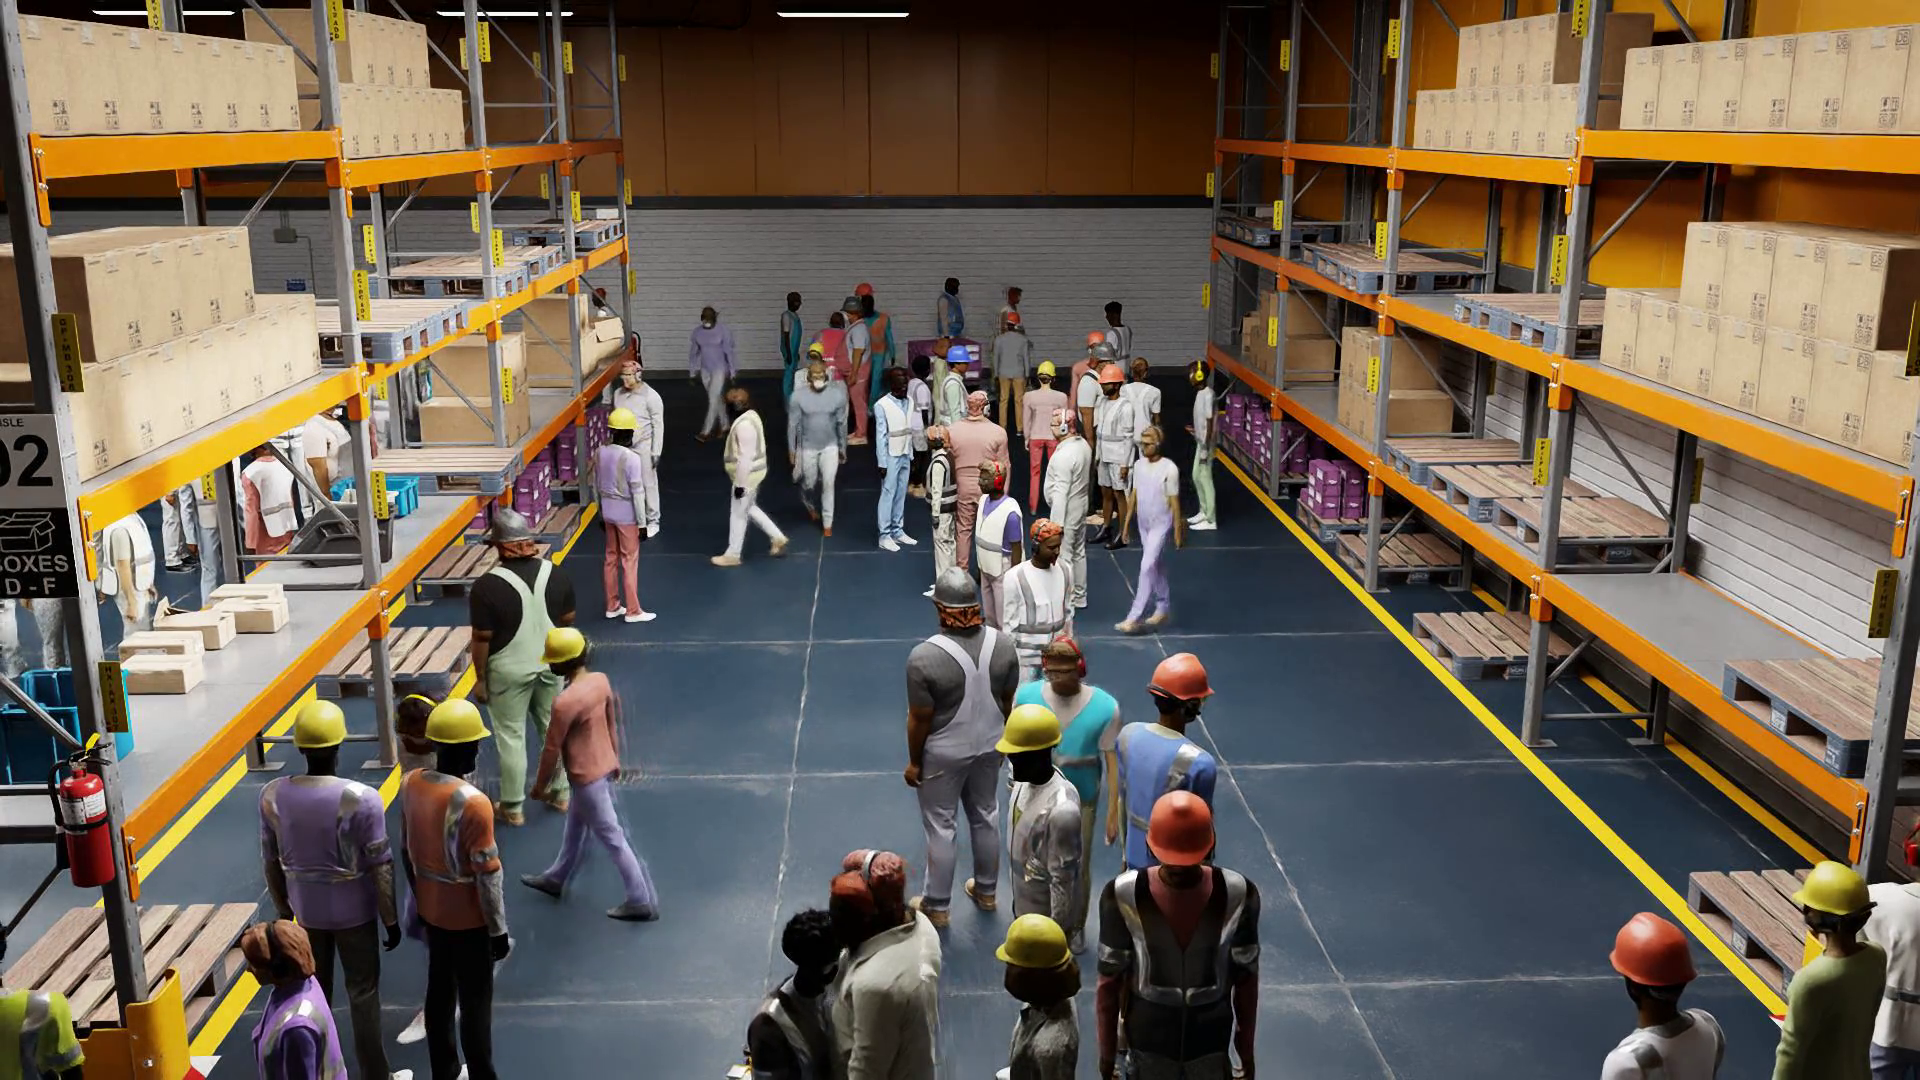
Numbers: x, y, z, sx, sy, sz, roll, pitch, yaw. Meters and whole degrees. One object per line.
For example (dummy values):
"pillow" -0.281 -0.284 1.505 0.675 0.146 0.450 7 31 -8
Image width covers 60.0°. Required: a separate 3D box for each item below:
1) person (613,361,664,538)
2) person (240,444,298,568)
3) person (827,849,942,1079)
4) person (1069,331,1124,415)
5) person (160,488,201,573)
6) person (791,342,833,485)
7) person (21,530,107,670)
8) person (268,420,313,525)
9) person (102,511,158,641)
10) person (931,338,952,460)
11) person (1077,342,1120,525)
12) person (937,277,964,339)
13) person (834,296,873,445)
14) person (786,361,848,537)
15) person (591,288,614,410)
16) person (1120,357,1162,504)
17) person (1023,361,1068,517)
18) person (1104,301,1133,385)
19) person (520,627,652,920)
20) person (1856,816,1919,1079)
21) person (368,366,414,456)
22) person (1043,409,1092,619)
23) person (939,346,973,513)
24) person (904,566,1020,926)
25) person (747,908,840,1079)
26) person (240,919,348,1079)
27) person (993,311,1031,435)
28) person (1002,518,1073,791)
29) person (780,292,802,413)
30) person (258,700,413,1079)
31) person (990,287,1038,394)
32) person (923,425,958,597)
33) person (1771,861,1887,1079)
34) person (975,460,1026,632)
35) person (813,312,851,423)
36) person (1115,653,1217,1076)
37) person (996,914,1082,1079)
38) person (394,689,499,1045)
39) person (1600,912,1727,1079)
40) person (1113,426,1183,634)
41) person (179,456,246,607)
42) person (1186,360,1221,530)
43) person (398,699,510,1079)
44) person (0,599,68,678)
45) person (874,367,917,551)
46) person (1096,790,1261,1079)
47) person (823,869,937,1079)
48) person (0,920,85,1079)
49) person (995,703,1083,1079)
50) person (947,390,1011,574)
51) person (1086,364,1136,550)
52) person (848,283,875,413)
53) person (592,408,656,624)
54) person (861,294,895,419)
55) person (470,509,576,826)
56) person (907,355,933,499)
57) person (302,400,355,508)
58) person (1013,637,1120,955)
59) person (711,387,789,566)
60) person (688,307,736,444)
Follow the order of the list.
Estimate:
"person" -3.469 -0.971 17.799 0.642 1.909 0.399 8 16 29
"person" -5.860 -0.047 14.176 0.405 1.909 0.597 3 15 12
"person" -0.285 2.024 6.071 0.400 1.894 0.653 3 15 12
"person" 1.648 -1.504 19.777 0.667 1.955 0.832 2 14 9
"person" -7.763 -0.578 16.433 0.404 1.824 0.586 -4 15 -15
"person" -1.812 -1.551 20.418 0.570 1.741 0.352 -8 16 -29
"person" -6.796 0.343 12.594 0.633 1.931 0.375 -7 16 -26
"person" -7.315 -1.035 18.112 0.576 1.880 0.351 -8 16 -27
"person" -6.258 0.397 12.567 0.383 1.840 0.564 -5 15 -20
"person" -0.231 -1.820 21.674 0.278 1.631 0.507 -1 14 -5
"person" 1.570 -1.192 18.400 0.535 2.000 0.680 7 16 24
"person" -0.148 -3.430 27.596 0.429 1.838 0.622 4 15 14
"person" -1.473 -2.347 22.933 0.535 2.000 0.688 -1 14 -5
"person" -1.547 -1.017 17.972 0.668 1.913 0.670 -3 15 -12
"person" -5.503 -2.940 25.588 0.388 1.874 0.585 0 14 1
"person" 1.975 -1.101 18.431 0.516 1.844 0.329 4 15 14
"person" 0.965 -1.127 18.694 0.525 1.769 0.309 2 14 9
"person" 2.143 -2.312 22.958 0.374 1.959 0.603 8 16 29
"person" -2.152 1.297 9.277 0.930 1.708 0.536 3 15 13
"person" 3.712 1.952 6.467 0.562 1.838 0.384 7 16 27
"person" -6.844 -1.489 19.957 0.598 1.855 0.895 -6 15 -22
"person" 0.944 -0.242 14.966 0.401 1.900 0.650 6 16 23
"person" -0.040 -1.207 18.643 0.384 1.948 0.605 -1 14 -4
"person" -0.046 1.130 9.282 0.683 2.000 0.537 -9 17 -32
"person" -0.565 2.115 6.131 0.329 1.684 0.536 10 17 34
"person" -2.404 2.147 6.113 0.318 1.631 0.524 -7 16 -24
"person" 0.740 -2.359 23.548 0.563 1.752 0.327 5 15 18
"person" 0.525 0.777 11.018 0.584 1.869 0.362 -11 18 -37
"person" -2.552 -2.857 25.339 0.351 1.839 0.506 3 15 10
"person" -2.806 1.643 7.489 0.594 1.927 0.367 2 14 7
"person" 0.897 -3.134 26.551 1.030 1.774 0.559 2 14 9
"person" -0.172 -0.275 15.620 0.313 1.634 0.514 3 15 10
"person" 3.222 2.043 6.260 0.525 1.761 0.340 -8 16 -29
"person" 0.312 0.271 13.043 0.374 1.844 0.568 -7 16 -24
"person" -1.736 -2.236 23.021 0.640 1.799 0.706 0 14 1
"person" 0.985 1.513 7.800 0.416 2.035 0.609 -10 18 -35
"person" 0.287 2.138 5.924 0.323 1.741 0.490 0 14 2
"person" -2.489 1.544 8.082 0.550 1.831 0.575 12 19 39
"person" 2.234 2.148 5.497 0.547 1.934 0.376 -10 18 -35
"person" 1.579 -0.078 14.464 0.869 1.815 0.552 -10 17 -34
"person" -6.430 -0.096 14.373 0.409 1.907 0.598 8 17 30
"person" 2.670 -1.038 18.192 0.351 1.851 0.560 -2 14 -6
"person" -2.244 1.641 7.508 0.594 1.922 0.386 10 17 34
"person" -7.584 0.168 13.338 0.600 1.904 0.506 -9 17 -32
"person" -0.681 -0.861 17.343 0.371 1.916 0.597 9 17 31
"person" 0.822 1.894 6.314 0.612 2.031 0.404 0 14 1
"person" -0.436 2.056 6.034 0.929 1.839 0.577 -8 16 -28
"person" -3.429 2.146 6.011 0.558 1.673 0.452 -3 15 -13
"person" 0.350 1.647 7.500 0.398 1.920 0.586 -4 15 -16
"person" 0.172 -0.475 15.850 0.652 1.906 0.402 4 15 15
"person" 1.575 -0.865 17.319 0.364 1.939 0.542 -8 16 -30
"person" -1.459 -2.907 25.240 0.407 1.986 0.621 9 17 33
"person" -2.993 -0.218 14.802 0.593 1.924 0.384 11 18 36
"person" -1.301 -2.803 25.112 0.610 1.870 0.968 5 15 18
"person" -2.807 0.785 10.637 0.688 2.000 0.539 -13 19 -40
"person" -0.476 -1.344 19.678 0.317 1.696 0.540 -5 15 -19
"person" -5.870 -0.503 15.693 0.536 2.000 0.676 -2 14 -9
"person" 0.557 1.379 8.759 0.585 1.814 0.656 3 15 10
"person" -2.136 -0.637 16.673 0.700 1.821 0.667 0 14 -2
"person" -3.456 -2.274 22.955 0.664 1.874 0.971 6 16 23
